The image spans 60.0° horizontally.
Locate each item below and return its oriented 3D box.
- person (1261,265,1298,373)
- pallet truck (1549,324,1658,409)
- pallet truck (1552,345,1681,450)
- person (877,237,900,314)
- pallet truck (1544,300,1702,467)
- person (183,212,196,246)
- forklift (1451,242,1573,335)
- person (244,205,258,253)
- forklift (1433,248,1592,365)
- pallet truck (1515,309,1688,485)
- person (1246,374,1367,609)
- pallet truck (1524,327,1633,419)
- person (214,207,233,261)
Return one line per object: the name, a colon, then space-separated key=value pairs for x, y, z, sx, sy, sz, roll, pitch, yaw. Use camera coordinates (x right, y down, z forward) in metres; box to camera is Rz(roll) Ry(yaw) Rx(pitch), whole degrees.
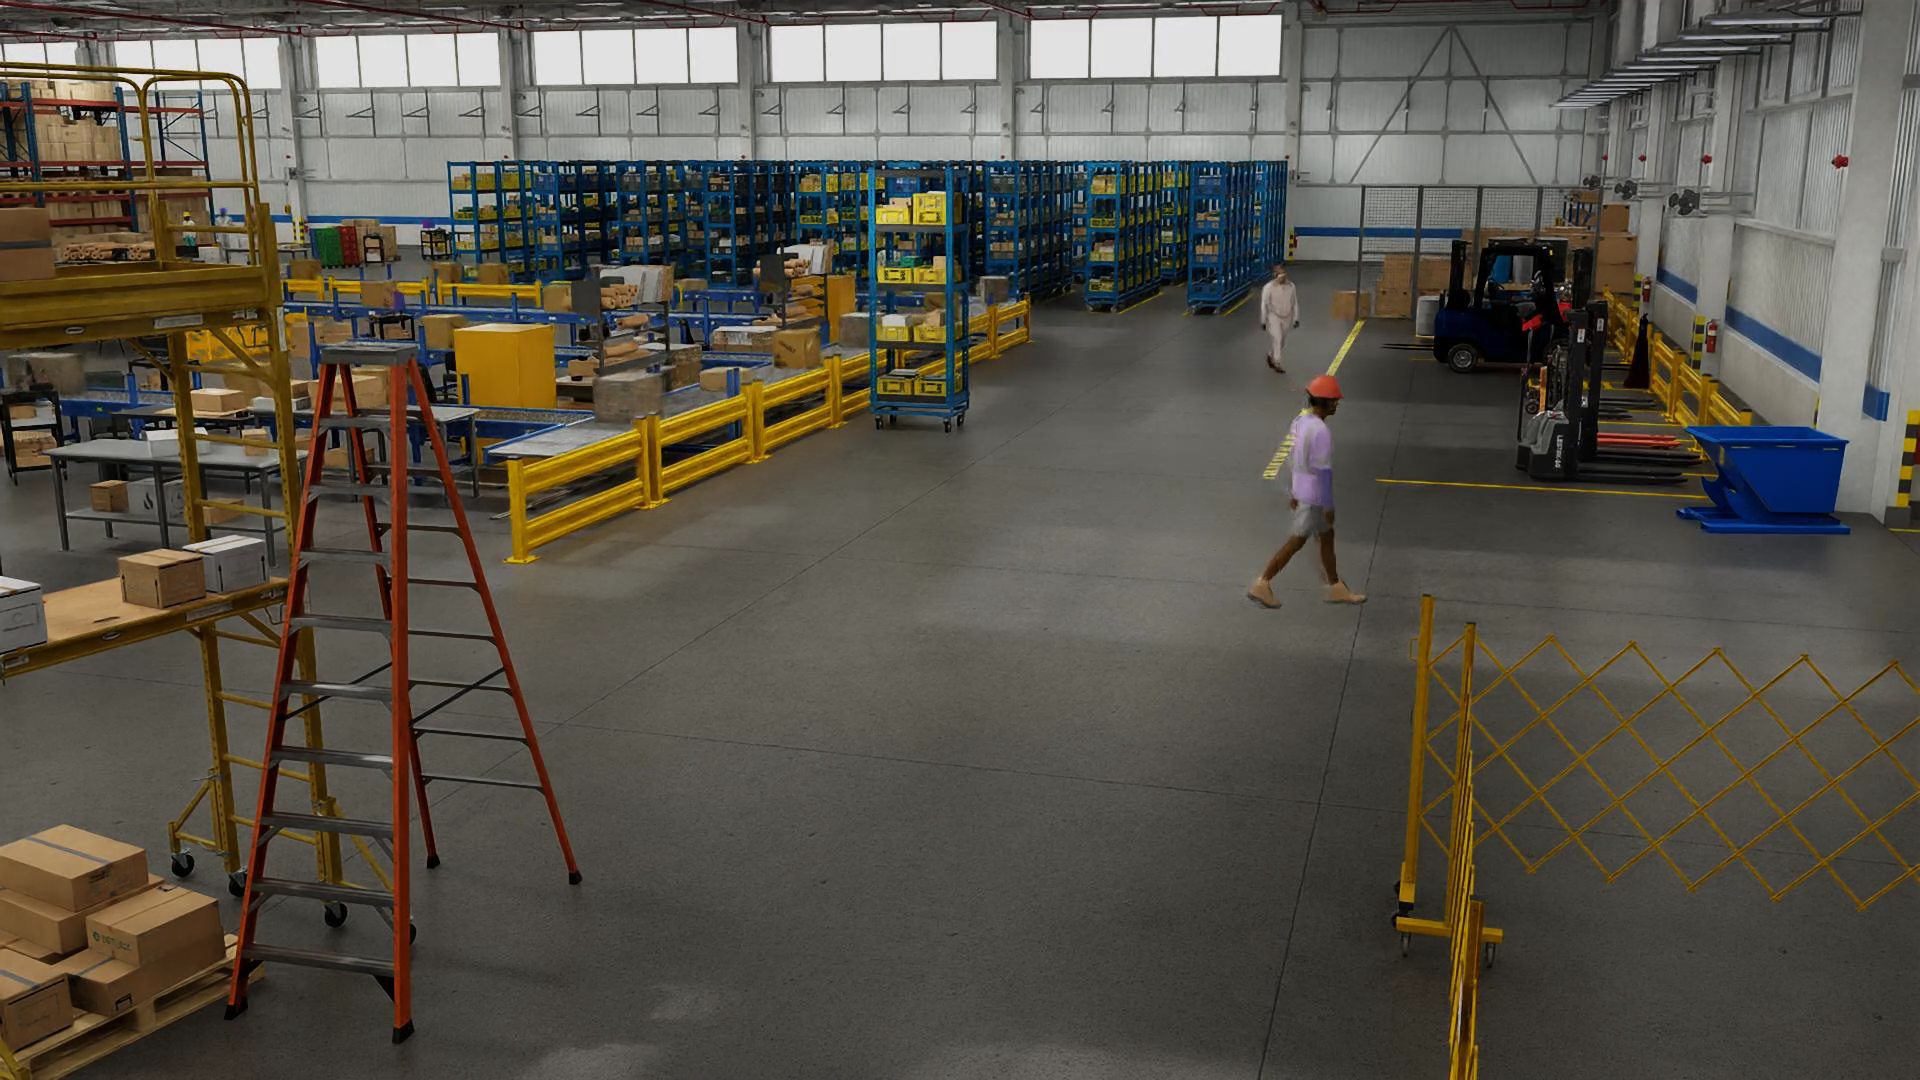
person: x=5.628 y=-3.922 z=29.408 sx=0.650 sy=1.879 sz=0.815 roll=-5 pitch=14 yaw=-19
pallet truck: x=9.824 y=-2.669 z=25.407 sx=1.601 sy=1.201 sz=0.680 roll=4 pitch=14 yaw=16
pallet truck: x=8.641 y=-1.896 z=21.908 sx=1.630 sy=1.274 sz=0.653 roll=4 pitch=14 yaw=16
person: x=-1.728 y=-6.369 z=40.078 sx=0.594 sy=1.828 sz=0.403 roll=-4 pitch=14 yaw=-18
pallet truck: x=8.263 y=-1.952 z=20.631 sx=1.885 sy=1.965 sz=0.823 roll=5 pitch=14 yaw=20
person: x=-27.773 y=-10.927 z=59.906 sx=0.533 sy=1.767 sz=0.326 roll=4 pitch=14 yaw=18
forklift: x=10.464 y=-4.597 z=31.405 sx=2.680 sy=1.987 sz=1.157 roll=4 pitch=14 yaw=16
person: x=-26.278 y=-11.495 z=61.950 sx=0.665 sy=1.944 sz=0.945 roll=-5 pitch=14 yaw=-21
forklift: x=9.780 y=-4.111 z=29.280 sx=2.680 sy=1.987 sz=1.157 roll=3 pitch=13 yaw=14
pallet truck: x=7.554 y=-1.677 z=19.446 sx=1.885 sy=1.965 sz=0.823 roll=3 pitch=13 yaw=14
person: x=2.914 y=-0.396 z=13.930 sx=1.050 sy=1.999 sz=0.627 roll=0 pitch=13 yaw=-2
pallet truck: x=9.065 y=-2.460 z=24.370 sx=1.522 sy=1.261 sz=0.704 roll=3 pitch=13 yaw=14
person: x=-26.665 y=-11.096 z=60.271 sx=0.636 sy=1.927 sz=0.438 roll=-4 pitch=14 yaw=-16
